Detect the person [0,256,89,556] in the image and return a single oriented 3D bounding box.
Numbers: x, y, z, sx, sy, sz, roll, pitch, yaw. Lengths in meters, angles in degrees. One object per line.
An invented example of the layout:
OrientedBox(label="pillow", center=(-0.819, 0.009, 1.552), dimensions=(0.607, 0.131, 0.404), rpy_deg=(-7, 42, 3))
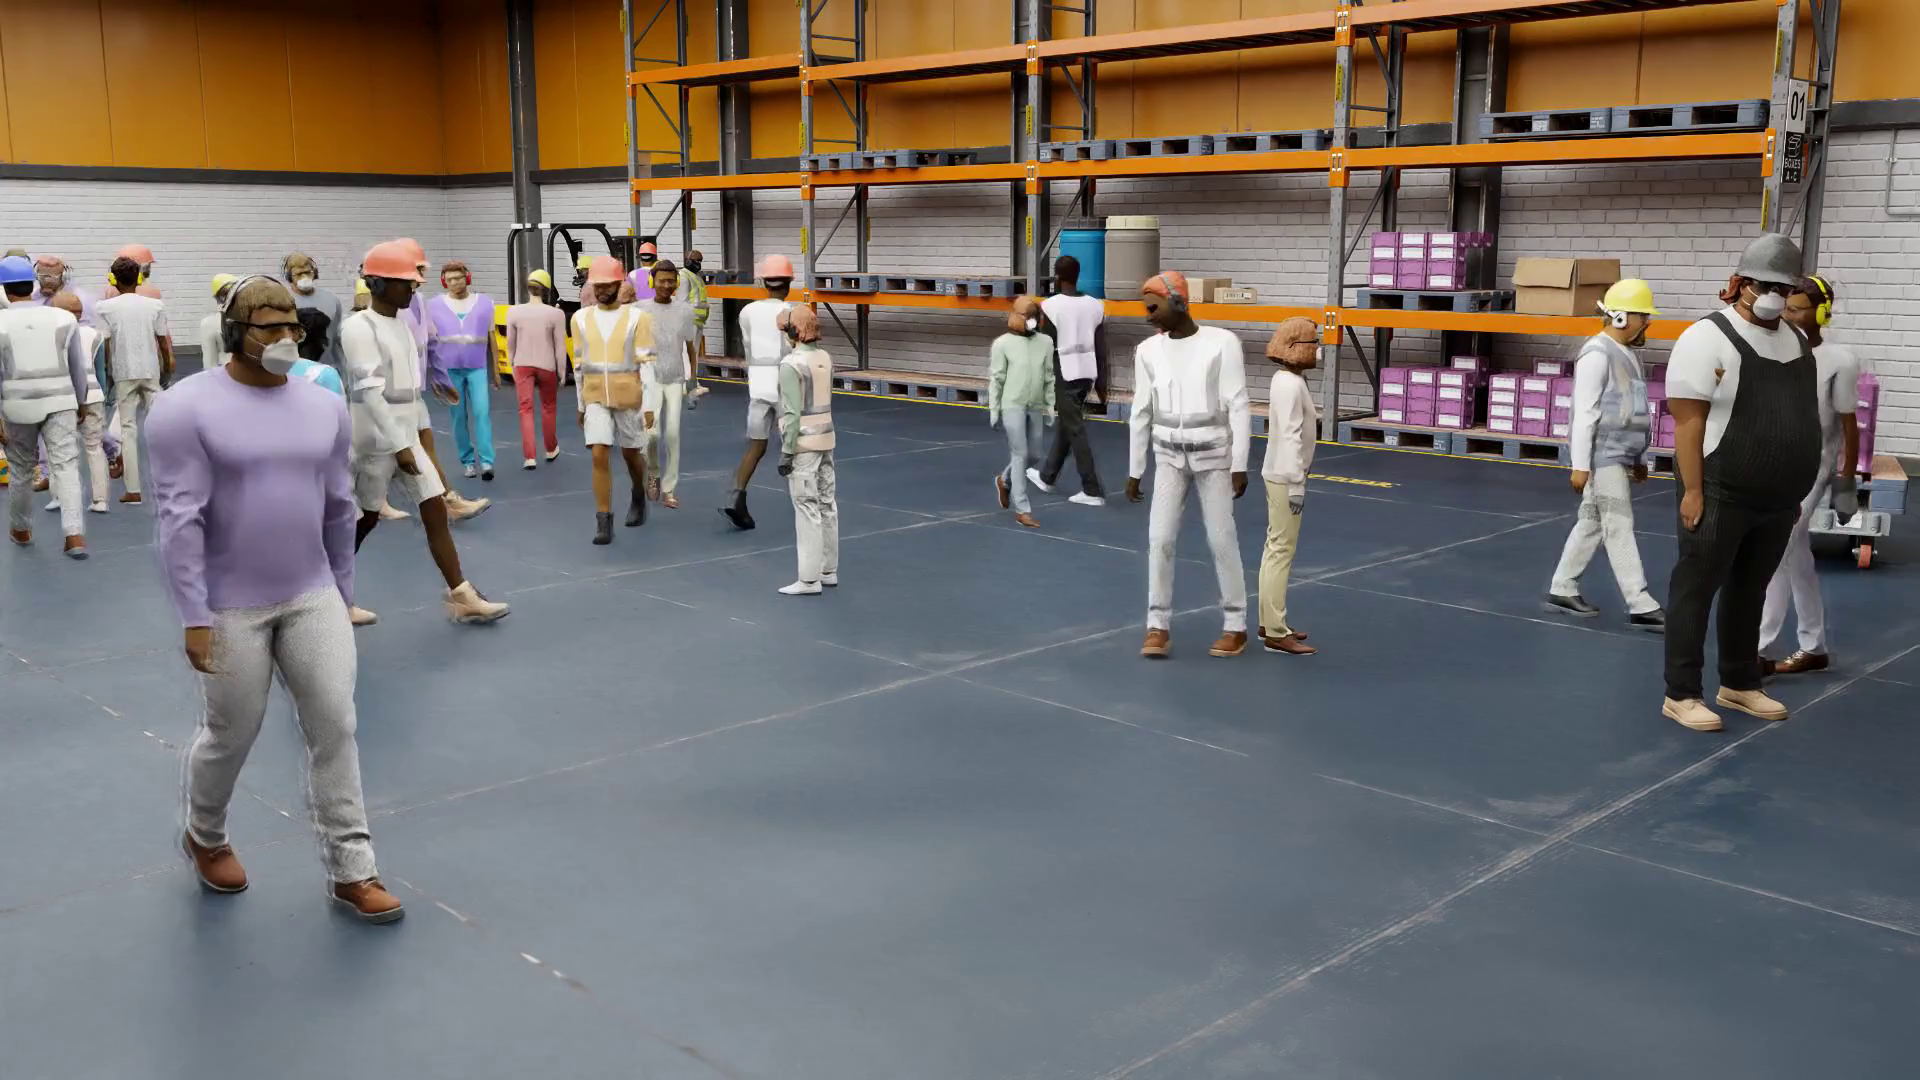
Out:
OrientedBox(label="person", center=(-5.870, -0.848, 10.592), dimensions=(0.622, 1.895, 1.019), rpy_deg=(-8, 13, -37))

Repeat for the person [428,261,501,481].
OrientedBox(label="person", center=(-4.062, -1.369, 13.659), dimensions=(0.582, 1.797, 0.905), rpy_deg=(-3, 11, -18))

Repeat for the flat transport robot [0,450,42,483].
OrientedBox(label="flat transport robot", center=(-8.278, -0.577, 13.518), dimensions=(1.431, 0.197, 0.652), rpy_deg=(-4, 11, -22))

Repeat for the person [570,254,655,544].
OrientedBox(label="person", center=(-2.323, -0.969, 11.223), dimensions=(0.556, 1.905, 0.930), rpy_deg=(0, 10, 0))

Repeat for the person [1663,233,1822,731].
OrientedBox(label="person", center=(3.255, -0.239, 6.845), dimensions=(0.676, 2.000, 0.536), rpy_deg=(-4, 11, -22))

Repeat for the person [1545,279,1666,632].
OrientedBox(label="person", center=(3.438, -0.442, 8.612), dimensions=(0.766, 1.796, 0.618), rpy_deg=(7, 13, 35))

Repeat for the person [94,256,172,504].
OrientedBox(label="person", center=(-6.223, -1.199, 12.568), dimensions=(0.508, 1.864, 0.329), rpy_deg=(-8, 13, -36))

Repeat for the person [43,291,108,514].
OrientedBox(label="person", center=(-6.473, -0.993, 12.125), dimensions=(0.584, 1.617, 0.530), rpy_deg=(8, 13, 38))

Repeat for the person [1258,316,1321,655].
OrientedBox(label="person", center=(1.615, -0.270, 8.126), dimensions=(0.279, 1.634, 0.499), rpy_deg=(1, 10, 6))

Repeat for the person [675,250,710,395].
OrientedBox(label="person", center=(-3.411, -2.776, 21.250), dimensions=(0.430, 1.837, 0.623), rpy_deg=(2, 11, 8))

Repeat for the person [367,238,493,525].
OrientedBox(label="person", center=(-3.768, -1.088, 11.593), dimensions=(1.032, 1.988, 0.636), rpy_deg=(2, 11, 9))

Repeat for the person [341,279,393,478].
OrientedBox(label="person", center=(-4.725, -1.269, 13.413), dimensions=(0.506, 1.682, 0.926), rpy_deg=(-4, 11, -22))

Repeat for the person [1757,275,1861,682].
OrientedBox(label="person", center=(3.705, -0.266, 7.551), dimensions=(0.809, 1.840, 0.511), rpy_deg=(-2, 11, -12))

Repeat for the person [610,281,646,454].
OrientedBox(label="person", center=(-3.109, -1.605, 15.501), dimensions=(0.549, 1.596, 0.905), rpy_deg=(-7, 13, -35))

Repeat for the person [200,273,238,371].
OrientedBox(label="person", center=(-5.527, -1.187, 12.841), dimensions=(0.556, 1.733, 0.450), rpy_deg=(-4, 11, -22))

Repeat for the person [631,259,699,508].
OrientedBox(label="person", center=(-2.202, -1.154, 12.360), dimensions=(0.537, 1.849, 0.397), rpy_deg=(-3, 11, -17))

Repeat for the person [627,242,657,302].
OrientedBox(label="person", center=(-3.964, -2.831, 21.288), dimensions=(0.541, 1.929, 0.368), rpy_deg=(0, 10, 2))

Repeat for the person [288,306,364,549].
OrientedBox(label="person", center=(-3.229, -0.325, 8.331), dimensions=(0.578, 1.662, 0.404), rpy_deg=(6, 12, 29))

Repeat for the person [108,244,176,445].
OrientedBox(label="person", center=(-7.647, -1.777, 15.511), dimensions=(0.644, 1.949, 1.036), rpy_deg=(6, 12, 29))

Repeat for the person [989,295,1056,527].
OrientedBox(label="person", center=(0.405, -0.926, 11.750), dimensions=(0.504, 1.613, 0.655), rpy_deg=(-6, 12, -30))

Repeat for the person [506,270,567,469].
OrientedBox(label="person", center=(-3.706, -1.499, 14.600), dimensions=(0.519, 1.717, 0.860), rpy_deg=(-2, 11, -10))

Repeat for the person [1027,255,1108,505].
OrientedBox(label="person", center=(0.775, -1.228, 12.730), dimensions=(0.594, 1.866, 0.981), rpy_deg=(-9, 14, -40))

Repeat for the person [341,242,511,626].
OrientedBox(label="person", center=(-2.902, -0.518, 8.534), dimensions=(1.021, 1.994, 0.622), rpy_deg=(2, 11, 11))

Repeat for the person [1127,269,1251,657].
OrientedBox(label="person", center=(1.098, -0.358, 7.979), dimensions=(0.615, 1.860, 0.471), rpy_deg=(5, 12, 28))

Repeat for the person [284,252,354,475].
OrientedBox(label="person", center=(-4.870, -1.213, 12.581), dimensions=(1.001, 1.886, 0.645), rpy_deg=(9, 14, 41))

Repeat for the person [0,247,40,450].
OrientedBox(label="person", center=(-8.652, -1.736, 15.360), dimensions=(0.798, 1.921, 0.634), rpy_deg=(7, 12, 32))

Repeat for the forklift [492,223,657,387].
OrientedBox(label="forklift", center=(-5.316, -3.263, 22.920), dimensions=(2.313, 2.155, 1.214), rpy_deg=(-10, 14, -44))

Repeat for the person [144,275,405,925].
OrientedBox(label="person", center=(-2.065, 0.175, 4.951), dimensions=(0.843, 1.914, 0.635), rpy_deg=(9, 14, 40))

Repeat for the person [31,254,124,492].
OrientedBox(label="person", center=(-7.143, -1.347, 13.334), dimensions=(0.664, 1.875, 0.731), rpy_deg=(1, 10, 8))

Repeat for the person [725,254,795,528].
OrientedBox(label="person", center=(-1.319, -1.033, 11.567), dimensions=(0.537, 1.906, 0.902), rpy_deg=(4, 11, 21))

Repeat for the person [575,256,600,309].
OrientedBox(label="person", center=(-4.822, -2.813, 21.660), dimensions=(0.378, 1.750, 0.536), rpy_deg=(-4, 11, -22))

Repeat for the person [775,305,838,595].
OrientedBox(label="person", center=(-0.866, -0.504, 9.387), dimensions=(0.318, 1.639, 0.514), rpy_deg=(4, 11, 22))
